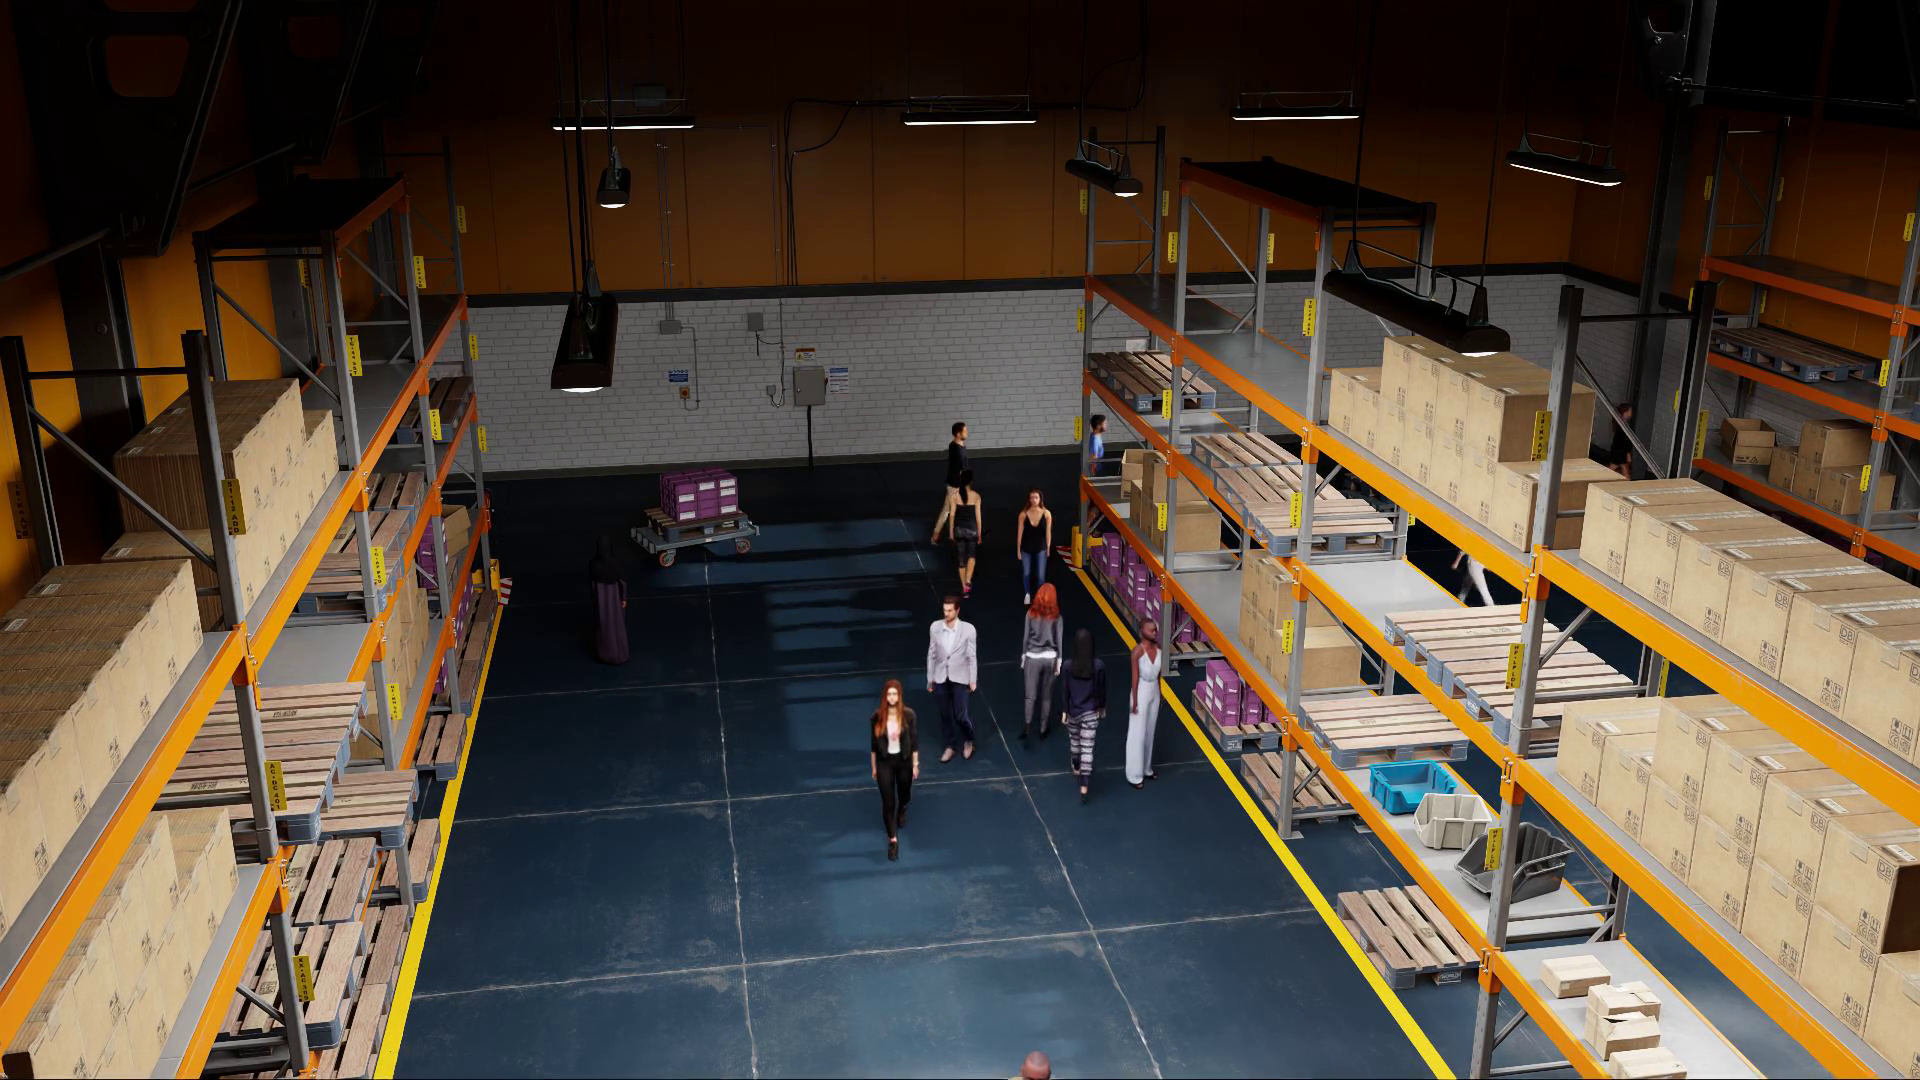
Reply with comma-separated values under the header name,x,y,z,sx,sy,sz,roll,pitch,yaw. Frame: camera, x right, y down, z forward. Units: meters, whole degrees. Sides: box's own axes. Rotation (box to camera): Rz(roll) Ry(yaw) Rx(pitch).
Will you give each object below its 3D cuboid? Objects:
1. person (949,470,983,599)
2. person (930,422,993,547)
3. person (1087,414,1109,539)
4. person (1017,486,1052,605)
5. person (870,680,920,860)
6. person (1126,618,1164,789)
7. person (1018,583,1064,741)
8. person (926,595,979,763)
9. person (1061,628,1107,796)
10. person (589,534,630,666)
name,x,y,z,sx,sy,sz,roll,pitch,yaw
person,0.068,-0.050,21.897,0.658,1.714,0.704,1,19,2
person,-0.153,-0.766,23.881,0.733,1.806,1.082,-3,19,-8
person,1.852,-0.938,24.322,0.726,1.849,0.626,-1,19,-4
person,0.947,0.119,21.463,0.744,1.671,1.143,1,19,2
person,-0.609,2.078,15.610,0.708,1.694,1.053,0,19,-1
person,1.865,1.618,16.835,0.653,1.785,0.633,17,25,41
person,0.855,1.356,17.688,0.783,1.736,0.938,3,19,9
person,-0.044,1.411,17.364,0.802,1.839,0.837,8,20,22
person,1.232,1.742,16.606,0.752,1.696,1.129,0,19,1
person,-4.209,0.693,19.846,0.617,1.616,0.627,-1,19,-4
